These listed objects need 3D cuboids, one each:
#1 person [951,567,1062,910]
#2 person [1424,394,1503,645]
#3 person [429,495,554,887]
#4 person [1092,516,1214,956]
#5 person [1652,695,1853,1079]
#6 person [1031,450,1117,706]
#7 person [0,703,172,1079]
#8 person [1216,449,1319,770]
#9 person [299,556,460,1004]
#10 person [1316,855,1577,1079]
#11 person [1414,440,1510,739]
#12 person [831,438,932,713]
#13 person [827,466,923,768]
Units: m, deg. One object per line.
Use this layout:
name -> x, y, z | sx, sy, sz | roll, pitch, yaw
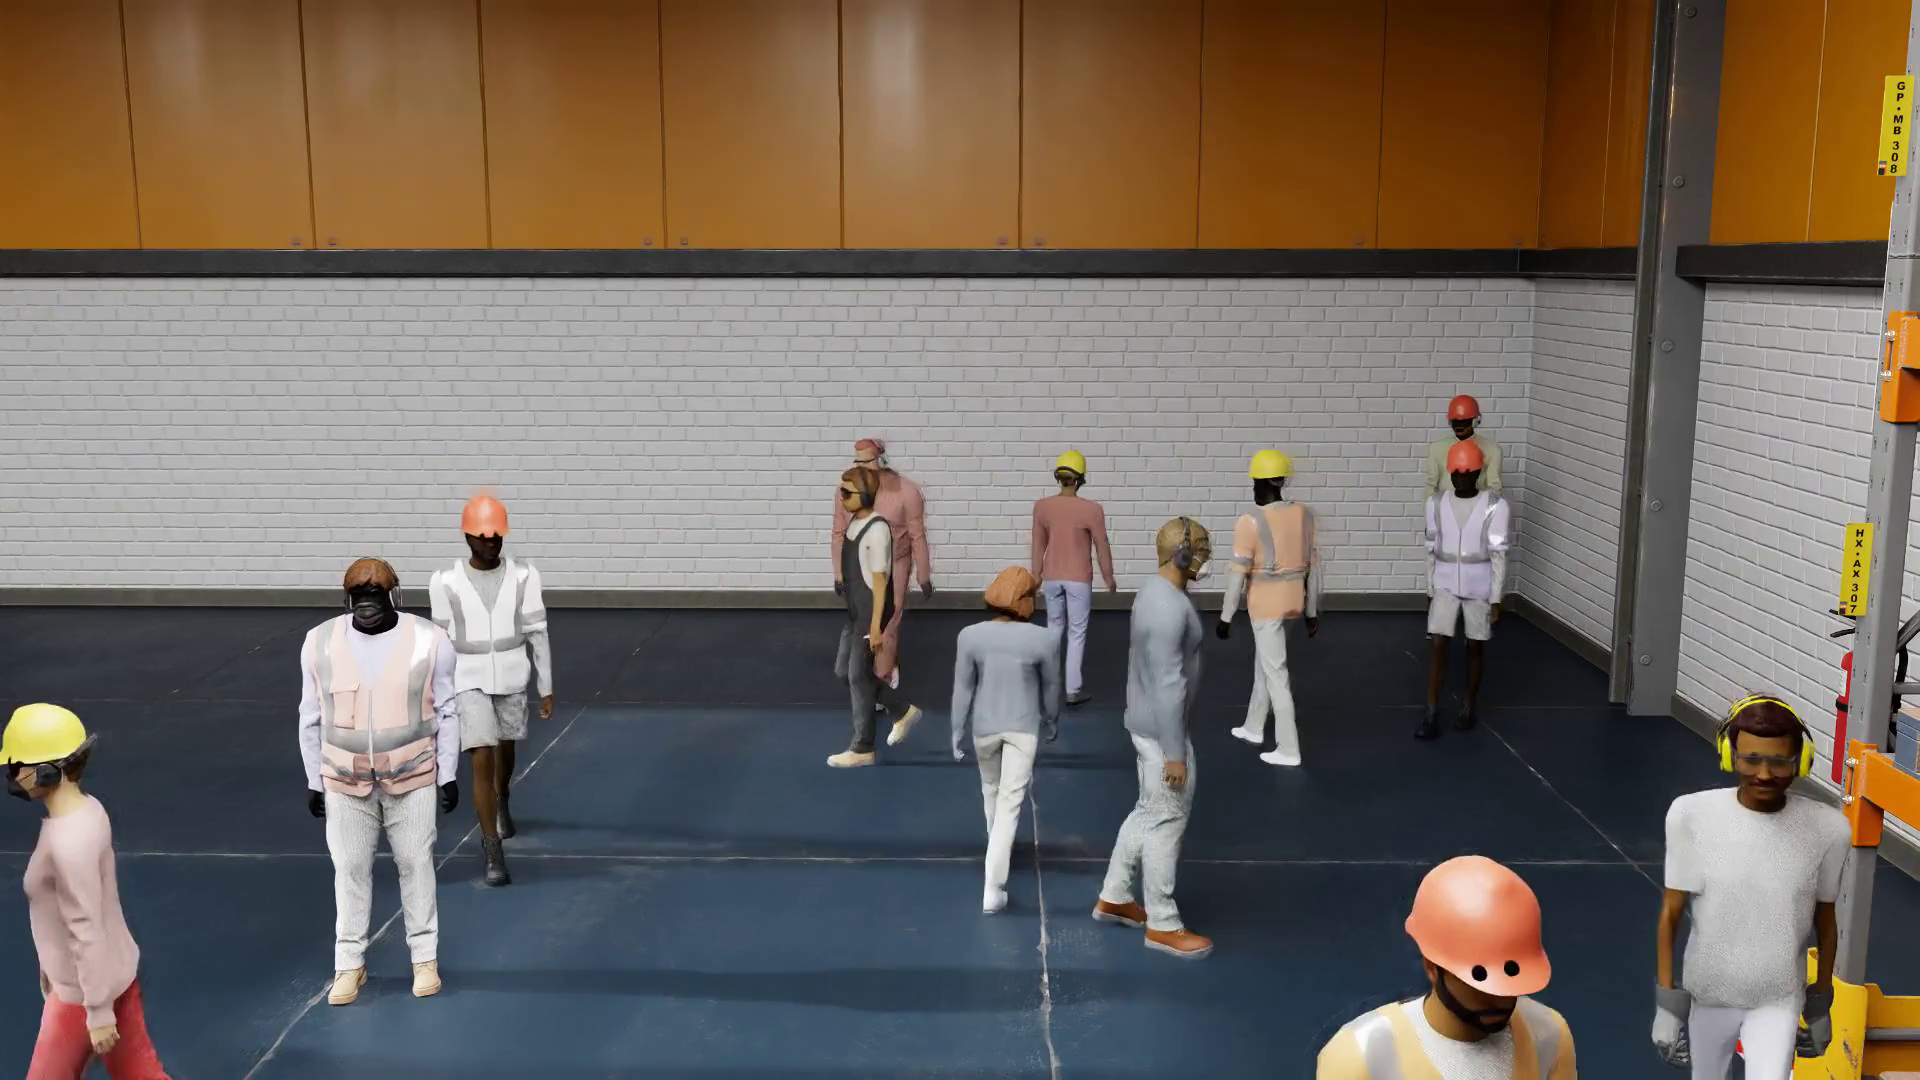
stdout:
person -> 0.231, 0.911, 7.997 | 0.507, 1.572, 0.907 | 3, 10, 15
person -> 3.973, -0.162, 13.202 | 0.619, 1.989, 0.401 | 6, 11, 33
person -> -2.370, 0.693, 8.412 | 0.562, 1.893, 1.001 | -4, 10, -24
person -> 0.855, 0.857, 7.320 | 0.526, 1.921, 0.666 | 1, 9, 4
person -> 2.295, 1.316, 4.877 | 0.490, 1.822, 0.995 | 4, 10, 24
person -> 0.761, 0.263, 11.343 | 0.546, 1.760, 0.374 | 6, 11, 32
person -> -2.706, 1.334, 5.045 | 0.834, 1.721, 0.535 | -4, 10, -22
person -> 1.828, 0.396, 10.110 | 0.610, 1.892, 0.852 | -7, 12, -35
person -> -2.372, 0.976, 6.823 | 0.622, 1.845, 0.430 | -2, 10, -11
person -> 0.966, 1.525, 3.304 | 0.559, 1.915, 0.458 | -4, 10, -22
person -> 3.159, 0.327, 10.510 | 0.557, 1.896, 0.893 | 5, 11, 29
person -> -0.525, 0.204, 11.439 | 0.695, 1.854, 0.996 | 4, 10, 22
person -> -0.522, 0.454, 9.958 | 0.524, 1.833, 0.521 | -3, 10, -18
